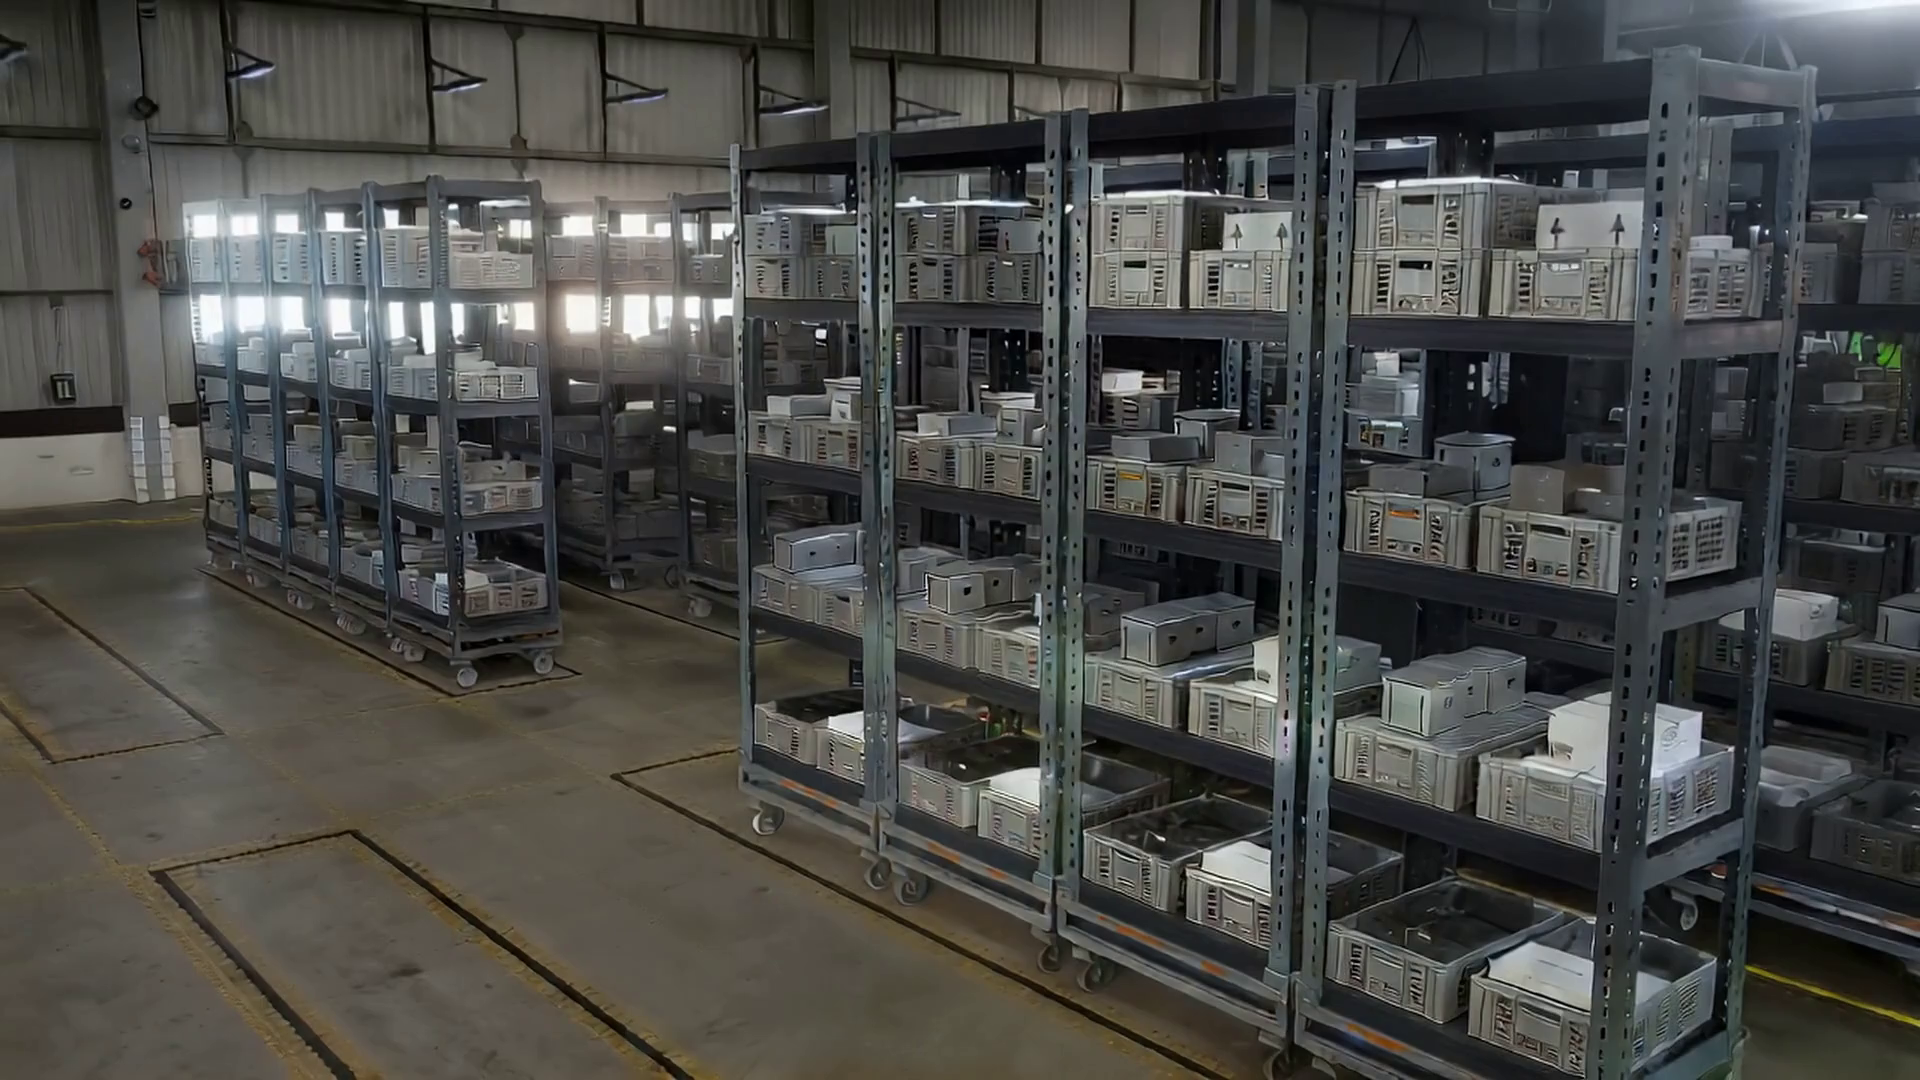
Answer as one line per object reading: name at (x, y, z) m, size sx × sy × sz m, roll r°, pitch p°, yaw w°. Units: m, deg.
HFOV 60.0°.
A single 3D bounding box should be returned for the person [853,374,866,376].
person at (-1.118, -0.976, 18.632) m, size 0.594 × 1.826 × 0.456 m, roll -8°, pitch 12°, yaw -39°
